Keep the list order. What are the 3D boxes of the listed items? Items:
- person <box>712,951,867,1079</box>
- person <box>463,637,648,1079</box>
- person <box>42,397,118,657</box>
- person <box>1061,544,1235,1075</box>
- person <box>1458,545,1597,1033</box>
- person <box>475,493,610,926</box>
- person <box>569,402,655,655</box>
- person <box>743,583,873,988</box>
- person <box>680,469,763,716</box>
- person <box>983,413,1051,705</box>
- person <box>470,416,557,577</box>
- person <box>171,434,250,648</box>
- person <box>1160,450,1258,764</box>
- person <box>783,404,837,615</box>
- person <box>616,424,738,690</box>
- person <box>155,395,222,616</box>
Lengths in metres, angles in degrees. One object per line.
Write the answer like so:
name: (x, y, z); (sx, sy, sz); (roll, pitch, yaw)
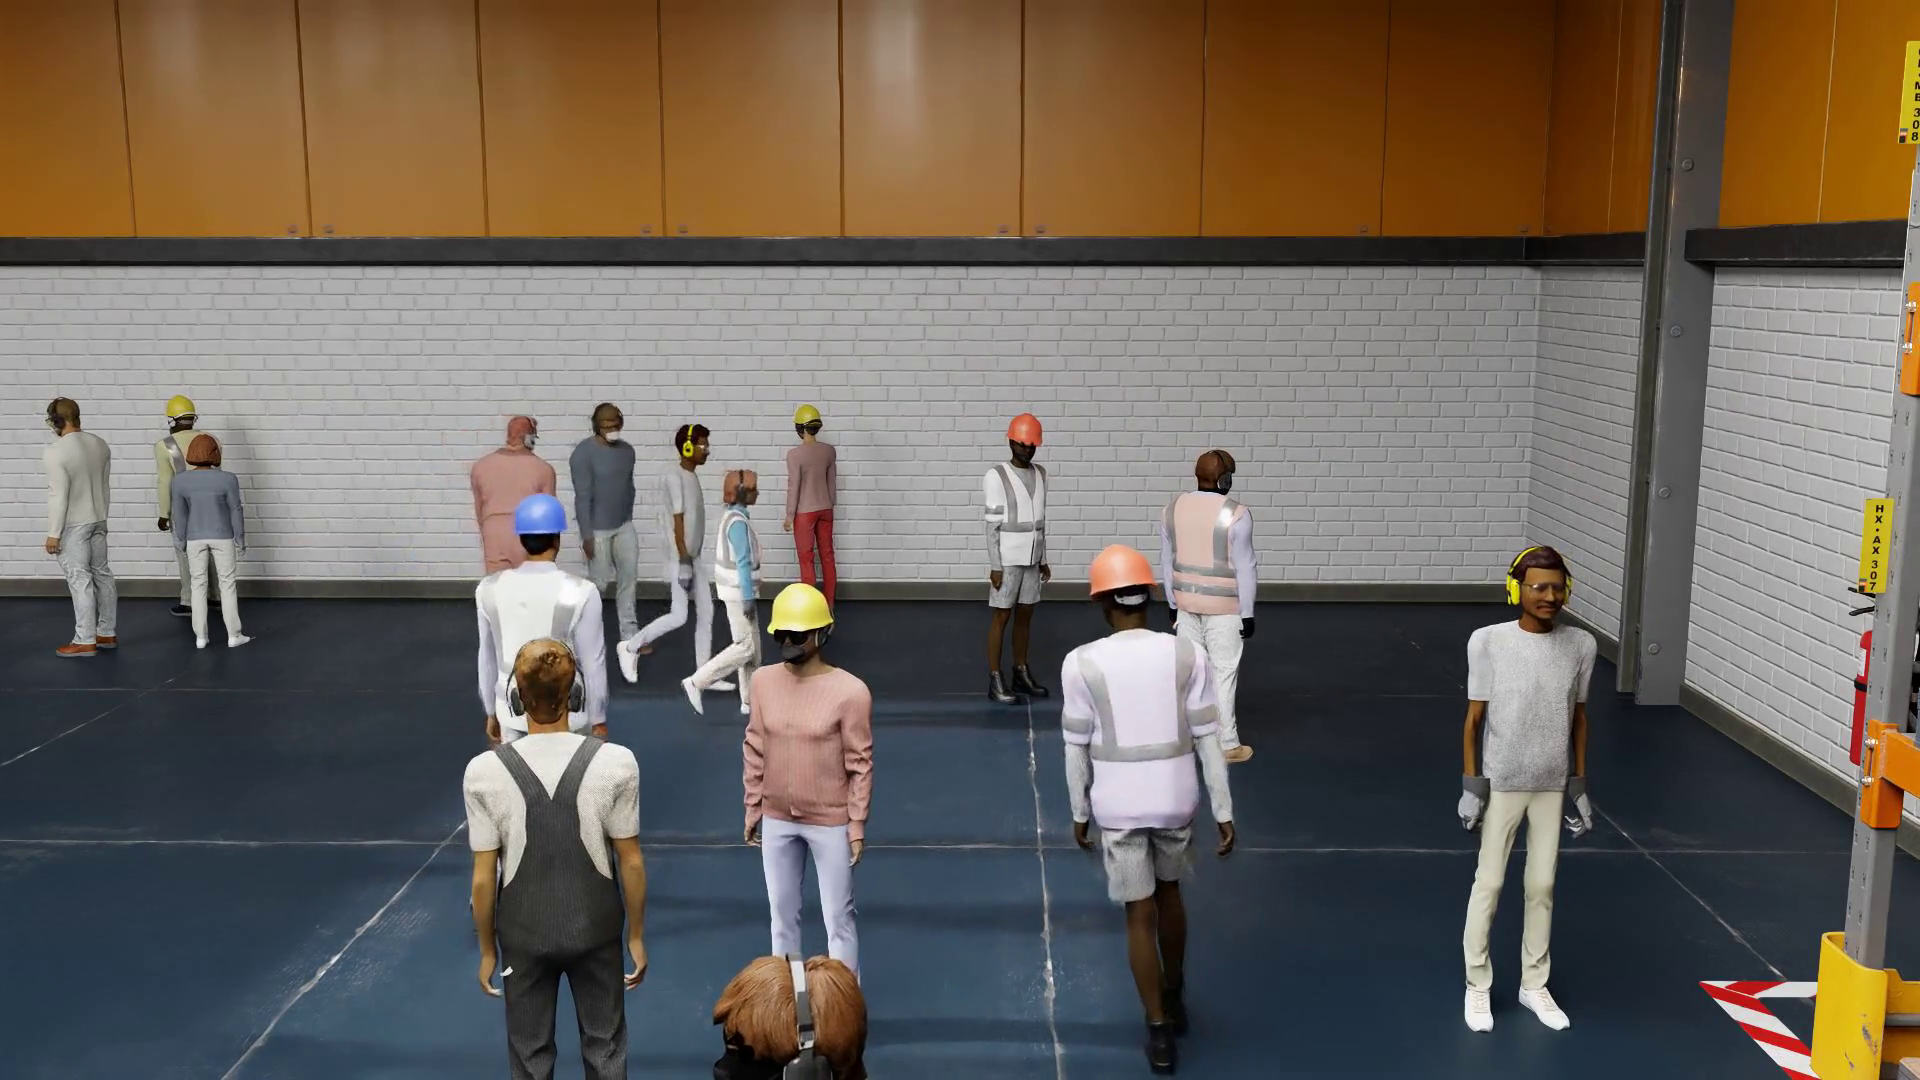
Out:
person: (-0.247, 1.557, 2.745); (0.429, 1.841, 0.633); (-3, 10, -20)
person: (-1.183, 1.191, 4.926); (0.506, 1.846, 0.346); (-2, 10, -12)
person: (-6.562, -0.097, 12.379); (0.373, 1.935, 0.627); (1, 10, 8)
person: (0.675, 0.961, 6.165); (0.622, 1.888, 0.754); (-1, 10, -6)
person: (2.157, 0.942, 6.329); (0.513, 1.876, 0.328); (-1, 9, -3)
person: (-1.839, 0.749, 7.341); (0.625, 1.924, 0.818); (2, 10, 14)
person: (-2.689, -0.086, 12.390); (0.726, 1.907, 0.653); (6, 11, 33)
person: (-0.569, 1.028, 6.138); (0.525, 1.769, 0.314); (4, 10, 22)
person: (-1.462, 0.354, 10.584); (0.550, 1.620, 0.520); (-1, 10, -8)
person: (0.404, 0.120, 11.079); (0.544, 1.933, 0.376); (-9, 13, -42)
person: (-3.128, 0.041, 11.824); (0.642, 1.838, 1.022); (0, 9, 1)
person: (-5.682, 0.012, 12.618); (0.499, 1.633, 0.286); (-1, 10, -9)
person: (1.477, 0.388, 9.745); (0.629, 1.843, 0.429); (9, 13, 42)
person: (-1.232, -0.228, 13.659); (0.315, 1.770, 0.524); (9, 13, 42)
person: (-1.944, 0.128, 11.337); (0.765, 1.837, 0.547); (2, 10, 12)
person: (-6.391, -0.283, 13.788); (0.404, 1.834, 0.592); (6, 11, 30)
